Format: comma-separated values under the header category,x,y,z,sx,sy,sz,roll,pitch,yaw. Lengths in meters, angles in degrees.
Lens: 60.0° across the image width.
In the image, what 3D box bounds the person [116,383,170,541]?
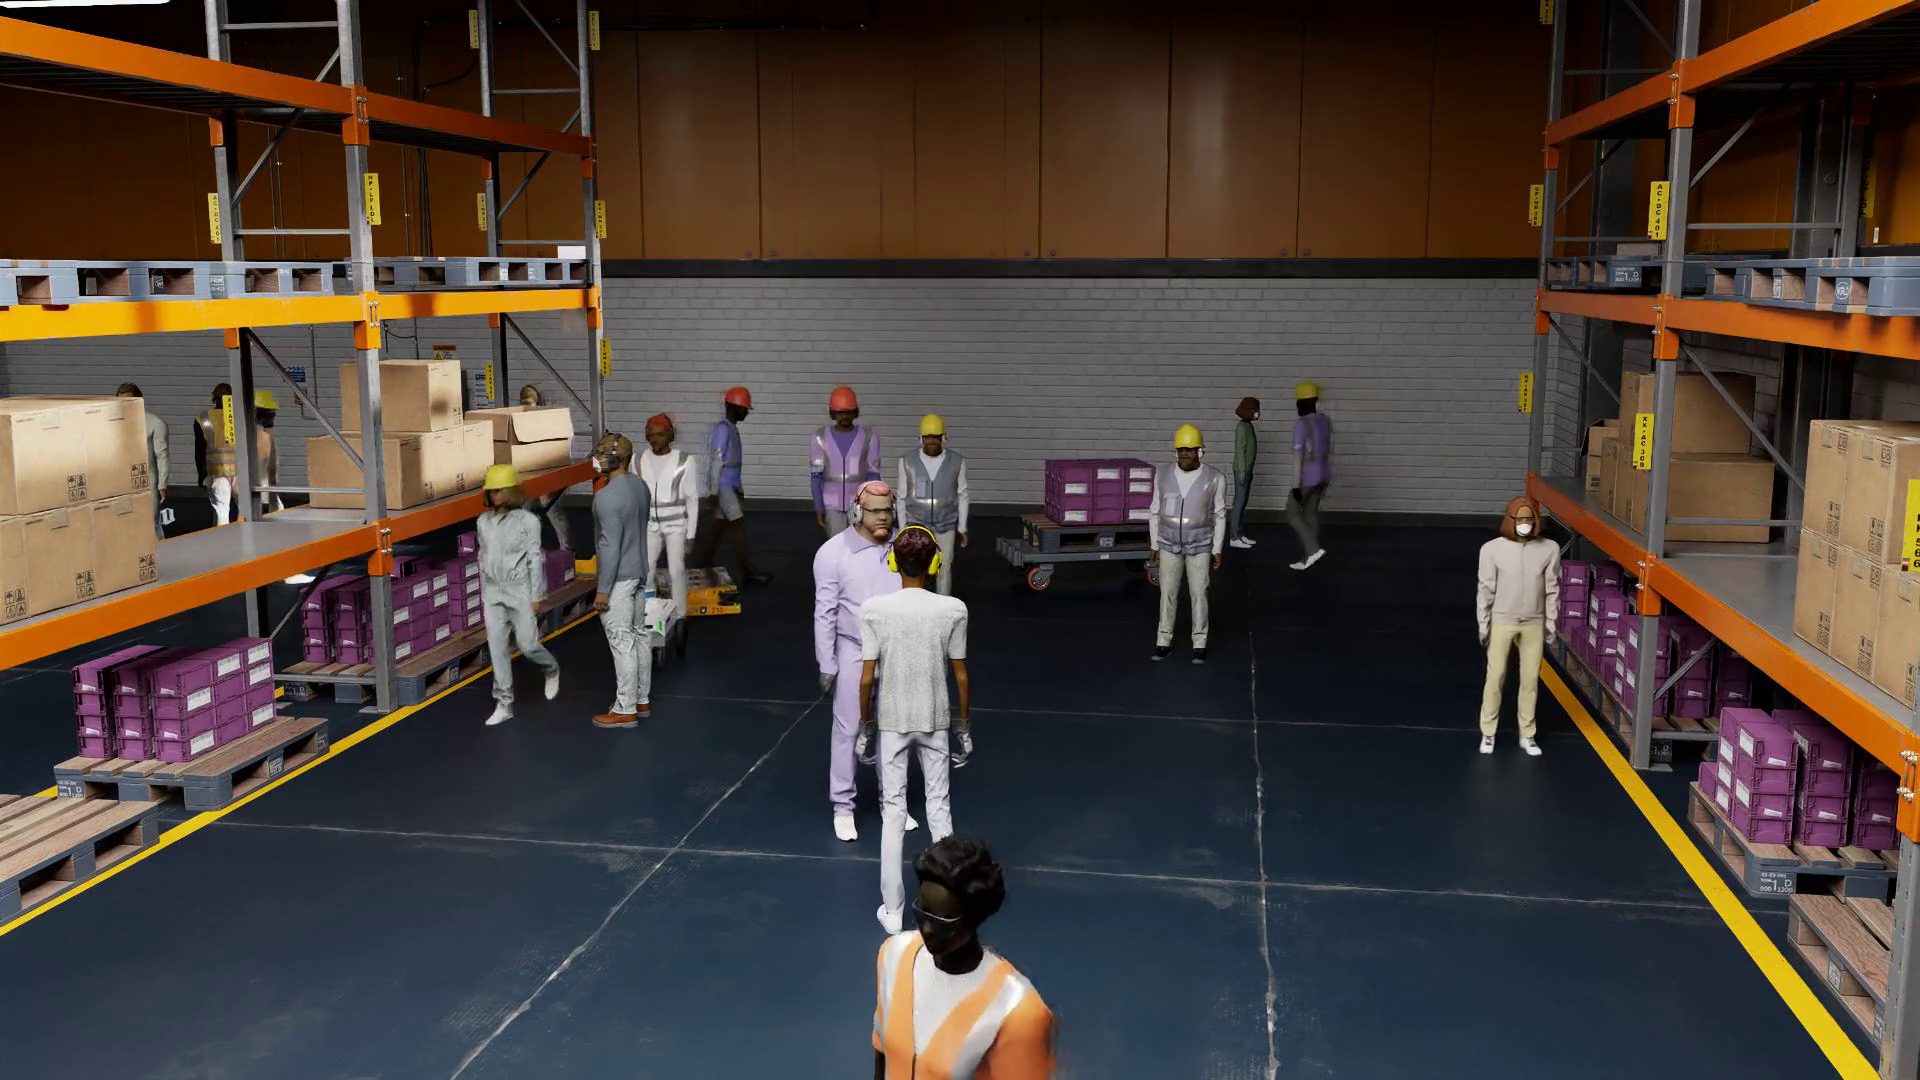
category,x,y,z,sx,sy,sz,roll,pitch,yaw
person,-7.817,-0.522,15.783,0.631,1.940,0.372,-1,9,-6

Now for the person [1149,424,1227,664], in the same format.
category,x,y,z,sx,sy,sz,roll,pitch,yaw
person,1.722,0.032,12.687,0.586,1.835,0.403,3,10,19

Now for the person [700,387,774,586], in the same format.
category,x,y,z,sx,sy,sz,roll,pitch,yaw
person,-2.126,-0.505,15.819,0.833,1.890,0.587,0,9,-2

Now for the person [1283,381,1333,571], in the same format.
category,x,y,z,sx,sy,sz,roll,pitch,yaw
person,3.454,-0.619,16.485,0.588,1.912,0.428,-8,12,-41

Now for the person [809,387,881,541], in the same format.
category,x,y,z,sx,sy,sz,roll,pitch,yaw
person,-0.973,-0.280,14.095,0.605,2.000,0.941,0,9,-1

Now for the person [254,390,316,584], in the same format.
category,x,y,z,sx,sy,sz,roll,pitch,yaw
person,-6.643,-0.466,15.645,0.951,1.883,0.587,-9,13,-43

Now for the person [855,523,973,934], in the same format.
category,x,y,z,sx,sy,sz,roll,pitch,yaw
person,-0.209,0.852,7.520,0.538,1.869,0.313,-1,9,-3

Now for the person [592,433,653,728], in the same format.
category,x,y,z,sx,sy,sz,roll,pitch,yaw
person,-2.234,0.262,10.945,0.366,1.939,0.635,2,9,11

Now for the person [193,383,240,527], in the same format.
category,x,y,z,sx,sy,sz,roll,pitch,yaw
person,-7.546,-0.699,17.170,0.634,1.841,0.429,-5,11,-29

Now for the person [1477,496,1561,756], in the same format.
category,x,y,z,sx,sy,sz,roll,pitch,yaw
person,3.435,0.530,10.271,0.499,1.624,0.286,0,9,1

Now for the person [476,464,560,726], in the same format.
category,x,y,z,sx,sy,sz,roll,pitch,yaw
person,-2.963,0.339,11.117,0.485,1.732,0.602,3,10,18

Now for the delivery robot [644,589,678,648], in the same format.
category,x,y,z,sx,sy,sz,roll,pitch,yaw
delivery robot,-2.378,0.618,12.717,0.477,0.478,0.707,0,9,0

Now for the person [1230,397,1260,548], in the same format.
category,x,y,z,sx,sy,sz,roll,pitch,yaw
person,3.098,-0.736,18.043,0.275,1.631,0.507,3,10,20

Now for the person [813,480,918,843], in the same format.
category,x,y,z,sx,sy,sz,roll,pitch,yaw
person,-0.447,0.629,8.787,0.652,1.904,0.403,-5,10,-28

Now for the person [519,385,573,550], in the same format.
category,x,y,z,sx,sy,sz,roll,pitch,yaw
person,-4.217,-0.616,16.565,0.664,1.874,1.029,5,10,27

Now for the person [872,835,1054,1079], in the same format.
category,x,y,z,sx,sy,sz,roll,pitch,yaw
person,0.038,1.503,4.074,0.539,1.678,0.611,9,13,44

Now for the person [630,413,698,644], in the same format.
category,x,y,z,sx,sy,sz,roll,pitch,yaw
person,-2.367,-0.056,13.126,0.601,1.859,0.781,2,9,12

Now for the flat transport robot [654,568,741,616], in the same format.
category,x,y,z,sx,sy,sz,roll,pitch,yaw
flat transport robot,-2.377,0.448,14.929,0.652,0.197,1.431,-2,10,-14

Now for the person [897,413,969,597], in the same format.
category,x,y,z,sx,sy,sz,roll,pitch,yaw
person,-0.230,-0.134,13.720,0.596,1.832,0.403,0,9,-2
